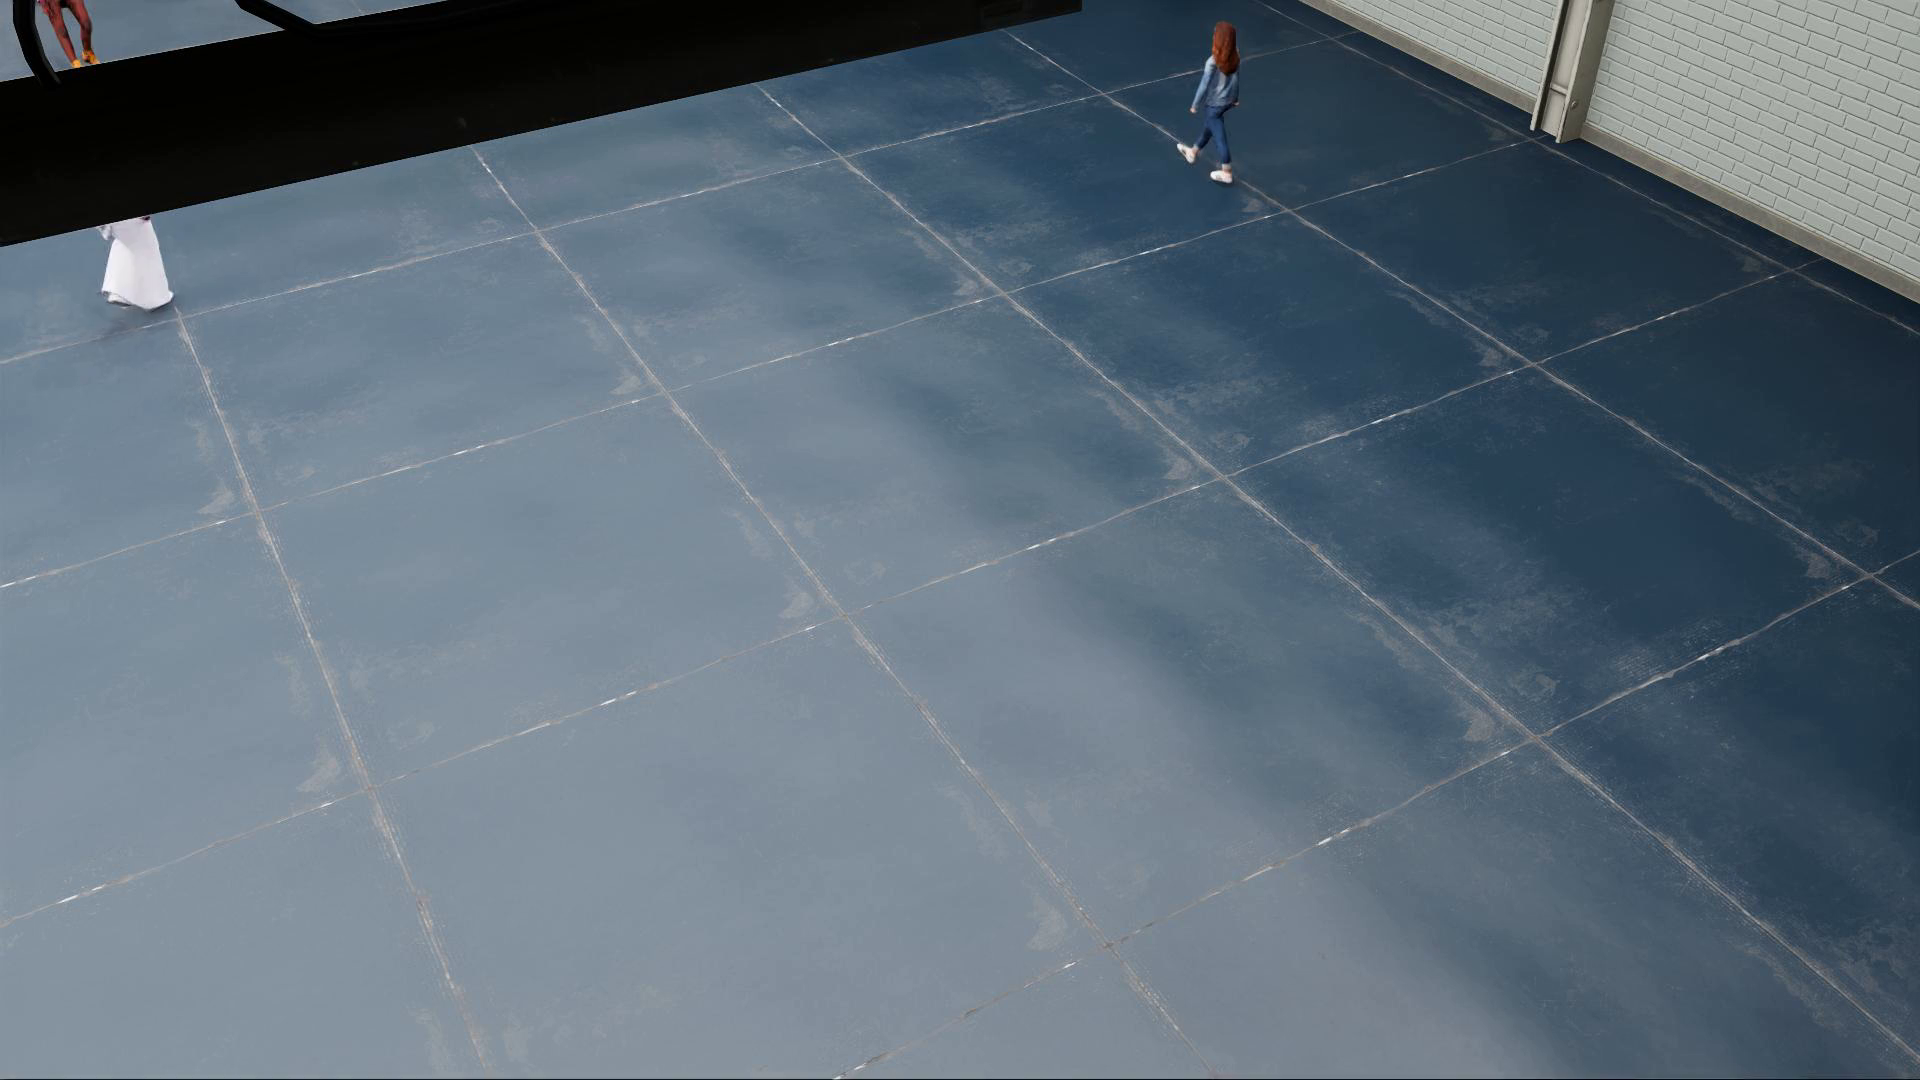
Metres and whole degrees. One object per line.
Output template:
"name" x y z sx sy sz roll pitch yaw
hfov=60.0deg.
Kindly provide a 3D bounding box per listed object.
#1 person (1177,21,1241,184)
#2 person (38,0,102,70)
"person" 2.386 -3.912 15.007 0.742 1.450 0.999 -31 47 -33
"person" -9.194 -5.534 16.866 0.656 1.713 0.677 -32 48 -34
